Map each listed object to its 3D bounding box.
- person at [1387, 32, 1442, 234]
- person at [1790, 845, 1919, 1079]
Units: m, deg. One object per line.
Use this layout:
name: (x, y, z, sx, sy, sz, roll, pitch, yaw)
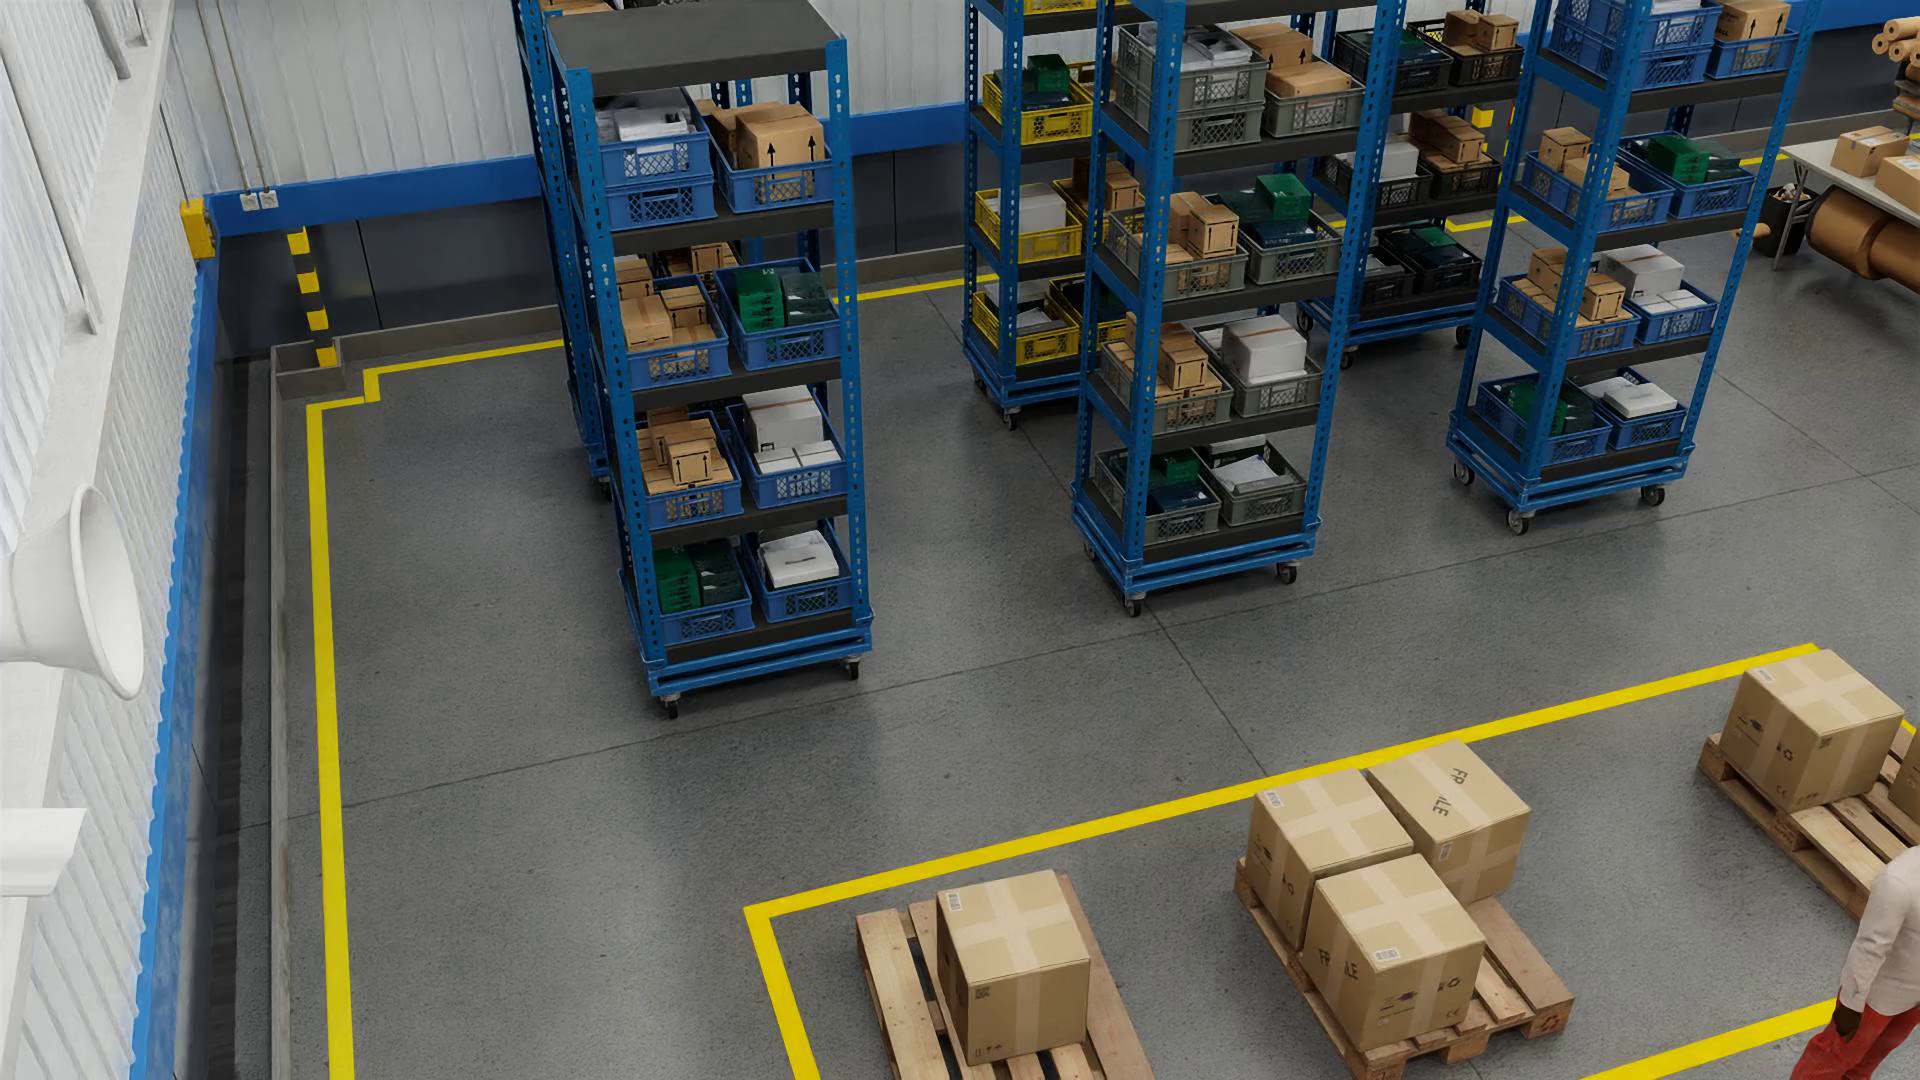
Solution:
person: (3.616, -3.167, 13.245, 0.328, 1.767, 0.527, 2, 35, 3)
person: (3.531, 1.656, 6.220, 0.610, 1.984, 0.390, -14, 38, -19)
